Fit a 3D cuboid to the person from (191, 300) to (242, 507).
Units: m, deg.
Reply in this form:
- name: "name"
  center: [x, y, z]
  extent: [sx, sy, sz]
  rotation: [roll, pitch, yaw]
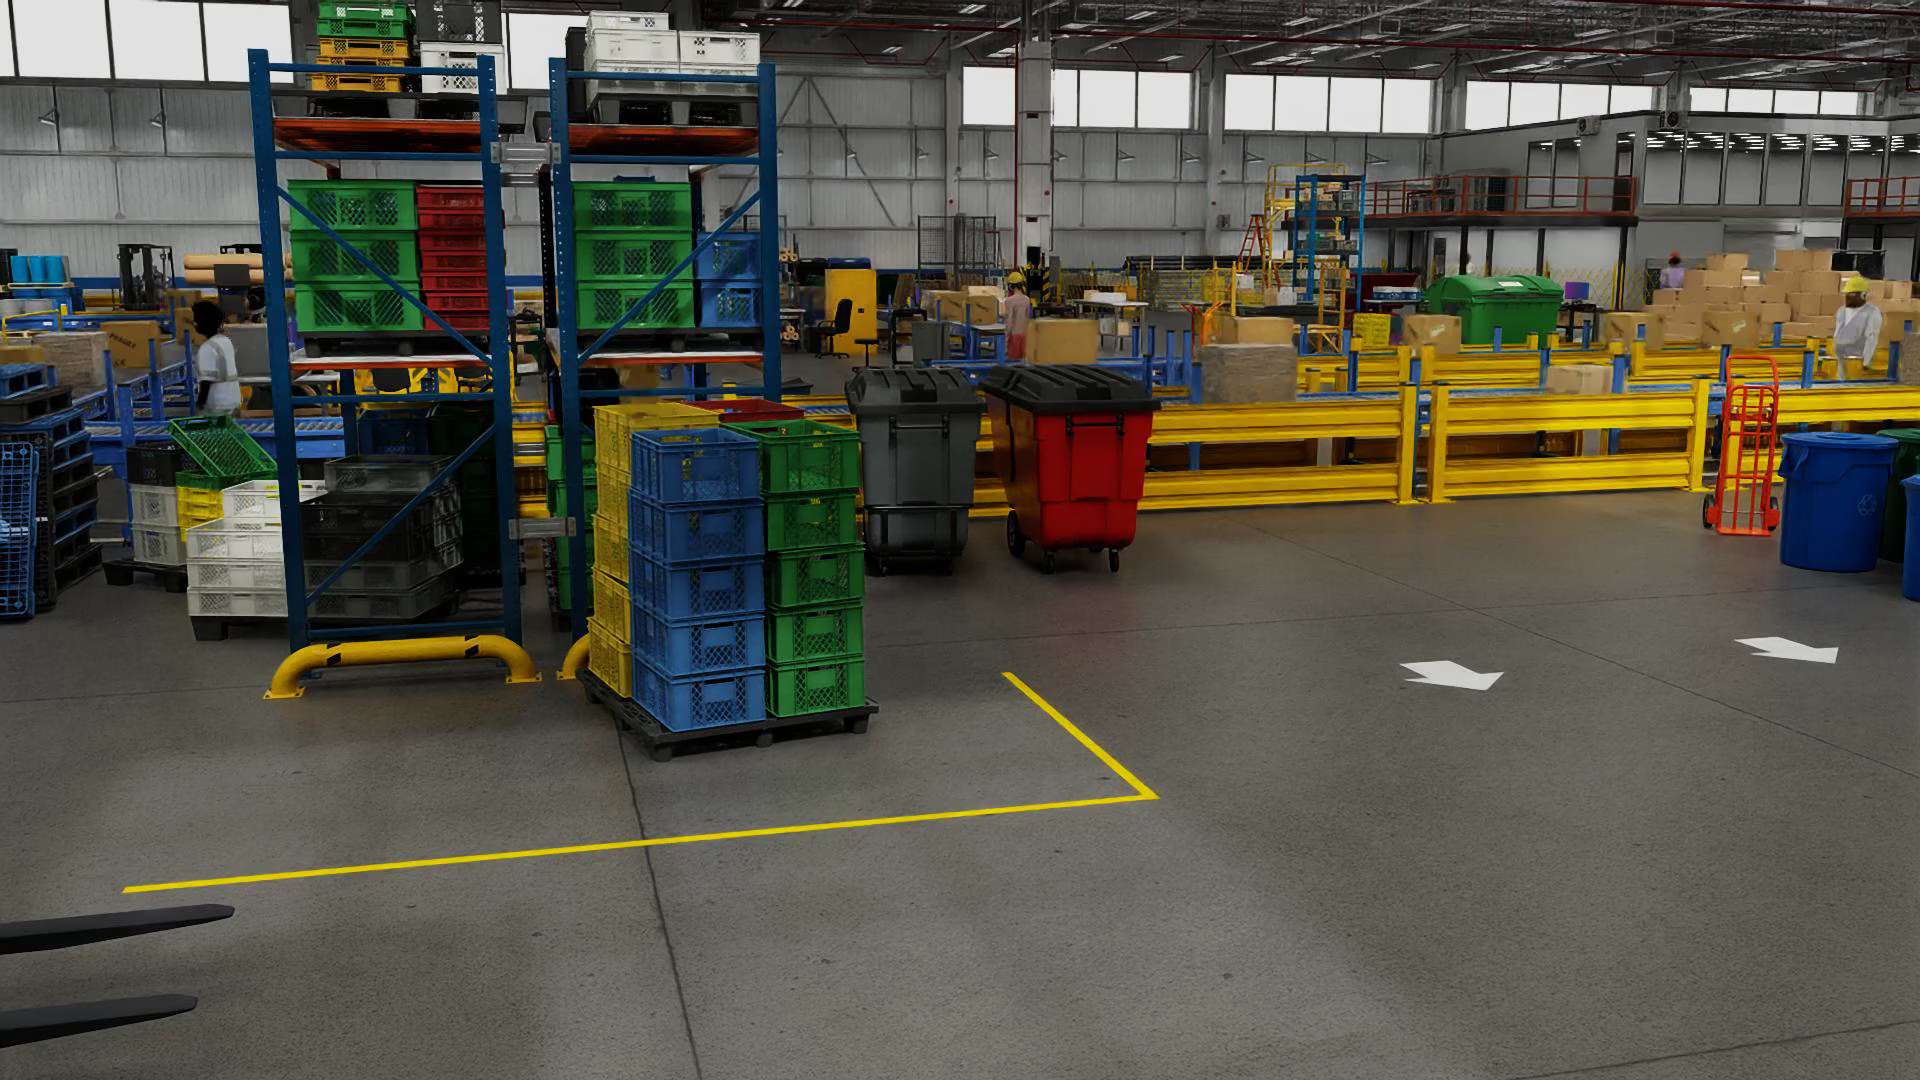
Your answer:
- name: "person"
  center: [-6.043, -1.095, 13.505]
  extent: [0.368, 1.690, 0.575]
  rotation: [-1, 10, -6]

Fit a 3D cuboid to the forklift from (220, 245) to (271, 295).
- name: "forklift"
  center: [-17.749, -6.334, 41.440]
  extent: [1.157, 1.987, 2.680]
  rotation: [-3, 10, -17]

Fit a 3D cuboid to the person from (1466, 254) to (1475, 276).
- name: "person"
  center: [17.609, -9.012, 57.869]
  extent: [0.583, 1.871, 0.472]
  rotation: [-3, 11, -18]

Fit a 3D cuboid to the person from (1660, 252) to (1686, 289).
- name: "person"
  center: [16.339, -5.587, 38.075]
  extent: [0.616, 2.013, 0.916]
  rotation: [1, 10, 5]

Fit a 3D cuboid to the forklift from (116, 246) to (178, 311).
- name: "forklift"
  center: [-19.966, -6.232, 40.894]
  extent: [1.157, 1.987, 2.680]
  rotation: [-3, 10, -15]

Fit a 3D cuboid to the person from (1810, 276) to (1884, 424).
- name: "person"
  center: [9.668, -1.968, 18.164]
  extent: [0.889, 1.788, 0.626]
  rotation: [-3, 11, -18]

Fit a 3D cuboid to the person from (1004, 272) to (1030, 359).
- name: "person"
  center: [0.785, -2.882, 23.417]
  extent: [0.306, 1.772, 0.527]
  rotation: [7, 12, 36]

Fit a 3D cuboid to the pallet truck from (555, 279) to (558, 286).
- name: "pallet truck"
  center: [-10.604, -6.375, 44.520]
  extent: [0.653, 1.274, 1.630]
  rotation: [-3, 10, -15]
